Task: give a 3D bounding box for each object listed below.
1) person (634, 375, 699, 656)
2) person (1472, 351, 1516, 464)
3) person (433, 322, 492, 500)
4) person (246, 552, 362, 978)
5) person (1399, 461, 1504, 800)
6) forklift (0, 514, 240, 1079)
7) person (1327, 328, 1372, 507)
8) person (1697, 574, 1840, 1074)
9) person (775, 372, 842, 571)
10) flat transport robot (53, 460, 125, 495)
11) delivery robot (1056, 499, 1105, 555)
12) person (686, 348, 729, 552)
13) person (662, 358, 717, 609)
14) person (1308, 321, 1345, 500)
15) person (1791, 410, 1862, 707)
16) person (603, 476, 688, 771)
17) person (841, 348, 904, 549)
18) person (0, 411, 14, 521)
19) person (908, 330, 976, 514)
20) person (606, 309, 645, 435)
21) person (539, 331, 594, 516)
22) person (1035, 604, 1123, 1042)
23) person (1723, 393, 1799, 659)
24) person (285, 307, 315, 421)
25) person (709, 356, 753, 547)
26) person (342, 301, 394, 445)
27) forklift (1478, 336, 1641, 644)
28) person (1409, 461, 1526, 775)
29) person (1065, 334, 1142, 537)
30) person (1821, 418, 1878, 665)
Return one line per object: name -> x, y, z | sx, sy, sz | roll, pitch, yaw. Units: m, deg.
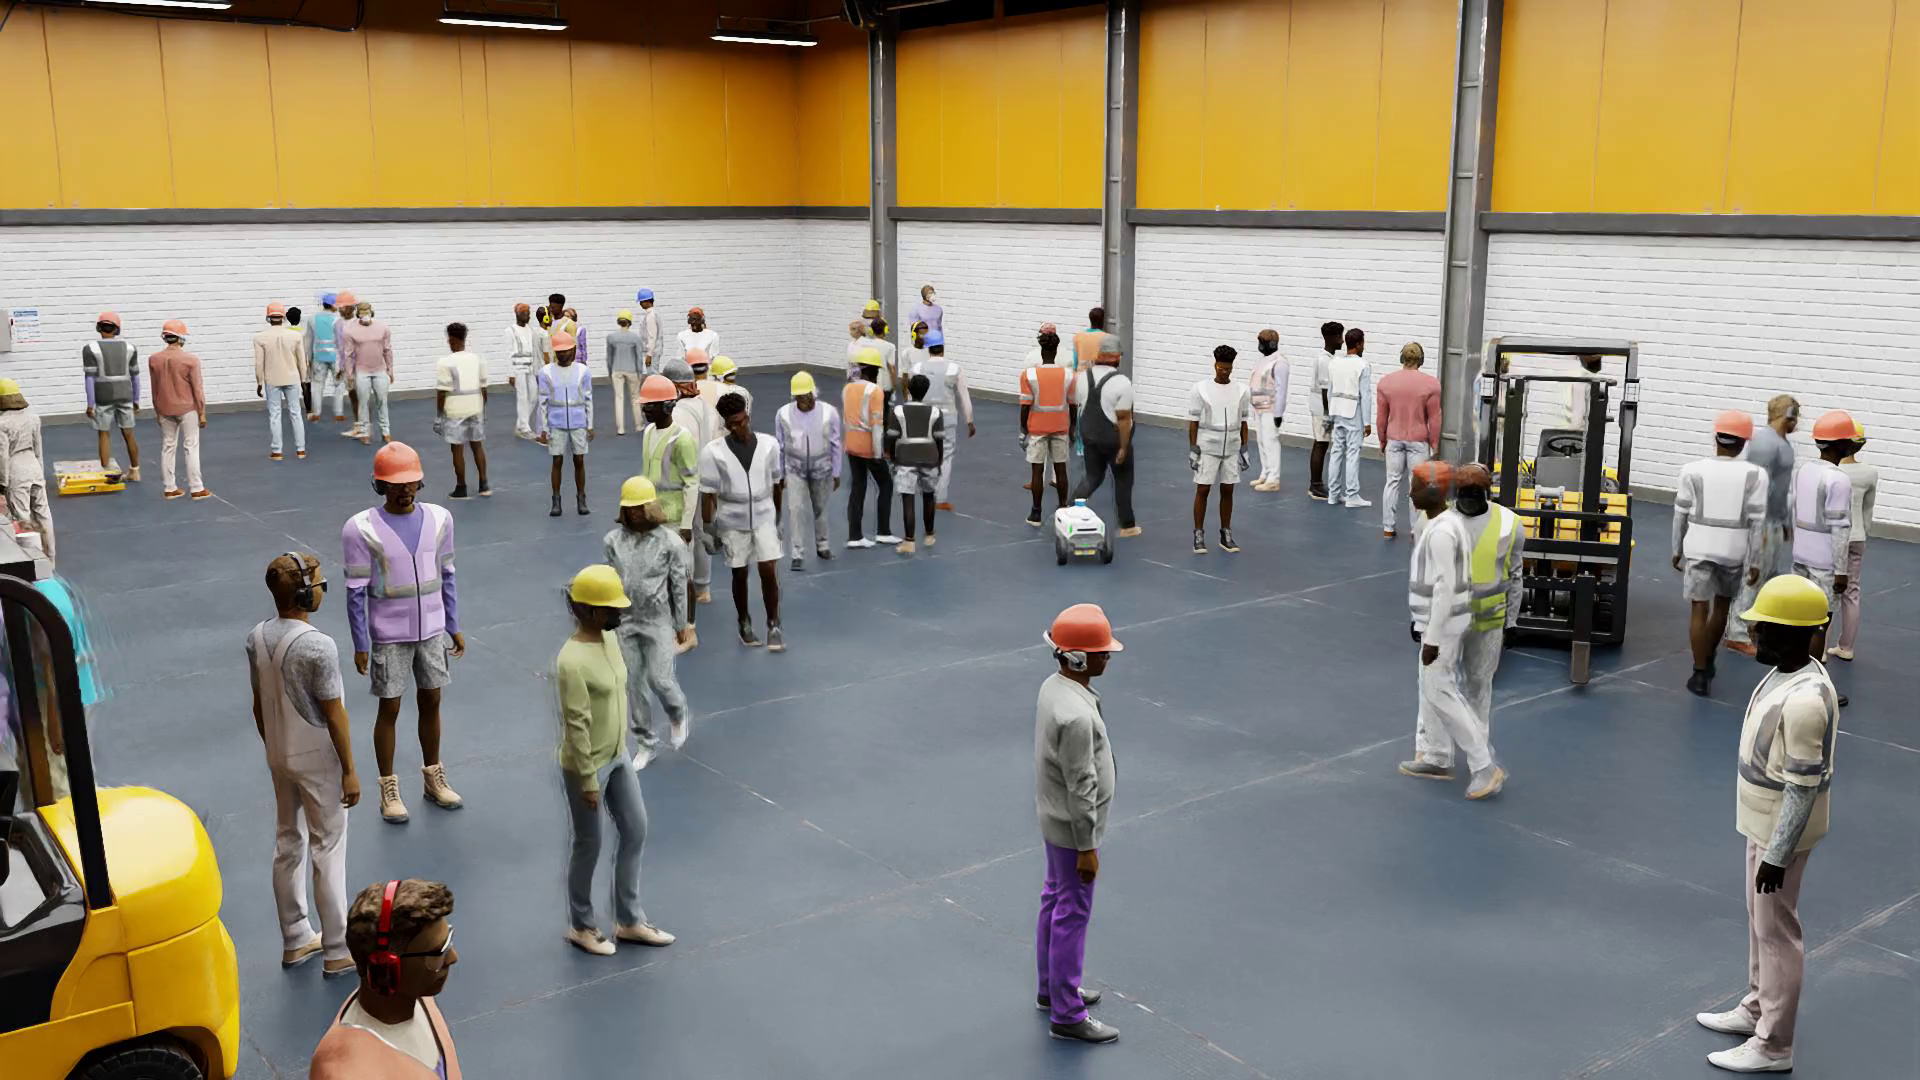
person -> -2.150, -0.178, 12.089 | 0.383, 2.041, 0.616 | -10, 15, -40
person -> 5.610, -1.193, 17.538 | 0.426, 1.817, 0.591 | 11, 16, 43
person -> -5.463, -1.401, 18.264 | 0.394, 1.948, 0.667 | 10, 15, 40
person -> -2.772, 0.956, 7.095 | 0.508, 1.846, 0.345 | 6, 13, 26
person -> 2.799, 0.490, 9.340 | 0.625, 1.856, 0.645 | 3, 12, 16
forklift -> -3.687, 1.115, 5.480 | 2.313, 2.155, 1.214 | -9, 15, -36
person -> 4.180, -1.313, 17.877 | 0.392, 1.919, 0.591 | -8, 14, -33
person -> 3.087, 1.075, 6.318 | 0.363, 1.928, 0.587 | 4, 12, 18
person -> -1.363, -0.633, 14.963 | 0.601, 1.785, 0.671 | -1, 12, -6
flat transport robot -> -10.035, -0.744, 19.126 | 0.652, 0.197, 1.431 | -7, 14, -30
delivery robot -> 1.097, -0.133, 15.256 | 0.477, 0.478, 0.707 | -1, 12, -7
person -> -2.425, -0.874, 15.812 | 0.569, 1.891, 0.905 | -3, 12, -14
person -> -2.273, -0.450, 13.409 | 0.538, 2.000, 0.687 | 4, 12, 19
person -> 4.032, -1.431, 18.327 | 0.372, 1.966, 0.608 | 2, 12, 9
person -> 5.657, 0.117, 10.912 | 0.347, 1.943, 0.544 | -1, 12, -3
person -> -1.833, 0.474, 9.705 | 0.489, 1.731, 0.428 | 3, 12, 12
person -> -0.838, -0.869, 15.780 | 0.715, 1.890, 0.611 | -11, 16, -42
person -> -9.325, -0.822, 15.925 | 0.299, 1.743, 0.493 | 11, 16, 43
person -> -0.187, -1.246, 17.542 | 0.687, 1.922, 0.551 | 4, 12, 17
person -> -4.694, -2.359, 23.345 | 0.538, 1.760, 0.447 | 0, 12, 0
person -> -4.091, -1.209, 17.326 | 0.551, 1.934, 0.373 | -3, 12, -15
person -> 0.466, 1.105, 6.596 | 0.329, 1.750, 0.573 | -1, 12, -7
person -> 5.830, -0.114, 12.140 | 0.383, 1.902, 0.699 | 9, 14, 36
person -> -9.792, -2.593, 24.595 | 0.533, 1.697, 0.318 | 0, 12, 1
person -> -2.203, -0.840, 15.845 | 0.403, 1.818, 0.596 | 5, 13, 25
person -> -7.925, -2.237, 22.326 | 0.637, 1.929, 0.382 | -7, 14, -30
forklift -> 4.683, -0.471, 13.136 | 1.214, 2.155, 2.313 | 4, 12, 20
person -> 2.890, 0.458, 9.530 | 0.625, 1.835, 0.430 | 3, 12, 13
person -> 1.377, -1.016, 16.144 | 0.692, 2.000, 0.805 | 11, 16, 41
person -> 6.246, 0.009, 11.853 | 0.526, 1.772, 0.307 | -3, 12, -16
